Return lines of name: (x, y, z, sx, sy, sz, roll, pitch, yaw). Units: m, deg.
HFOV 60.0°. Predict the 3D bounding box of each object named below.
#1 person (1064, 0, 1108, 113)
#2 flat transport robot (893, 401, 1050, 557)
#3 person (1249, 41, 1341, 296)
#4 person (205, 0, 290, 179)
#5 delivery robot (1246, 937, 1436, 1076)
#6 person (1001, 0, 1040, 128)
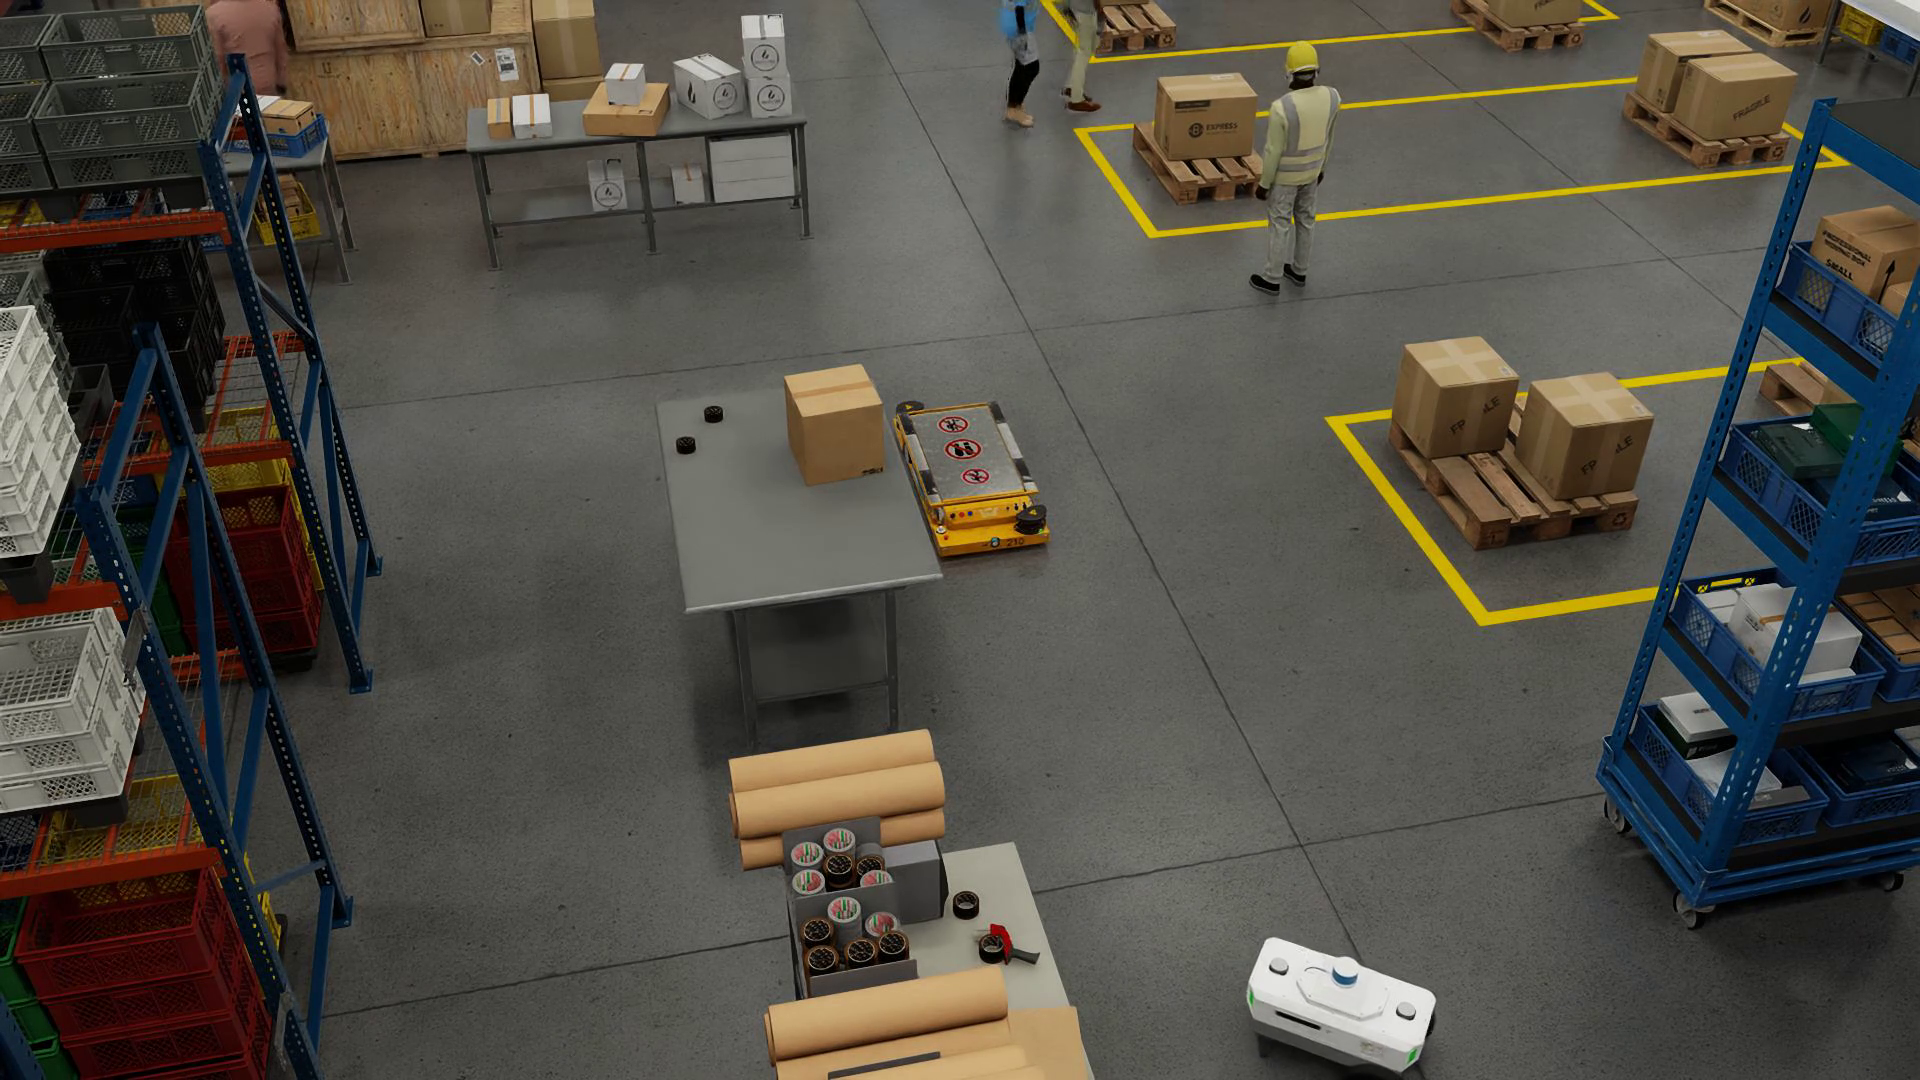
person: (1.130, -4.603, 14.394, 0.423, 1.855, 0.569, -9, 38, -12)
flat transport robot: (0.046, -0.430, 10.108, 0.652, 0.197, 1.431, -8, 37, -10)
person: (2.344, -2.610, 11.746, 0.586, 1.824, 0.404, -19, 41, -23)
person: (-5.573, -3.595, 13.039, 0.535, 1.861, 0.678, 19, 41, 24)
delivery robot: (1.522, 1.873, 6.701, 0.707, 0.478, 0.477, 16, 39, 20)
person: (0.550, -4.389, 14.269, 0.409, 1.661, 0.587, 2, 37, 2)
